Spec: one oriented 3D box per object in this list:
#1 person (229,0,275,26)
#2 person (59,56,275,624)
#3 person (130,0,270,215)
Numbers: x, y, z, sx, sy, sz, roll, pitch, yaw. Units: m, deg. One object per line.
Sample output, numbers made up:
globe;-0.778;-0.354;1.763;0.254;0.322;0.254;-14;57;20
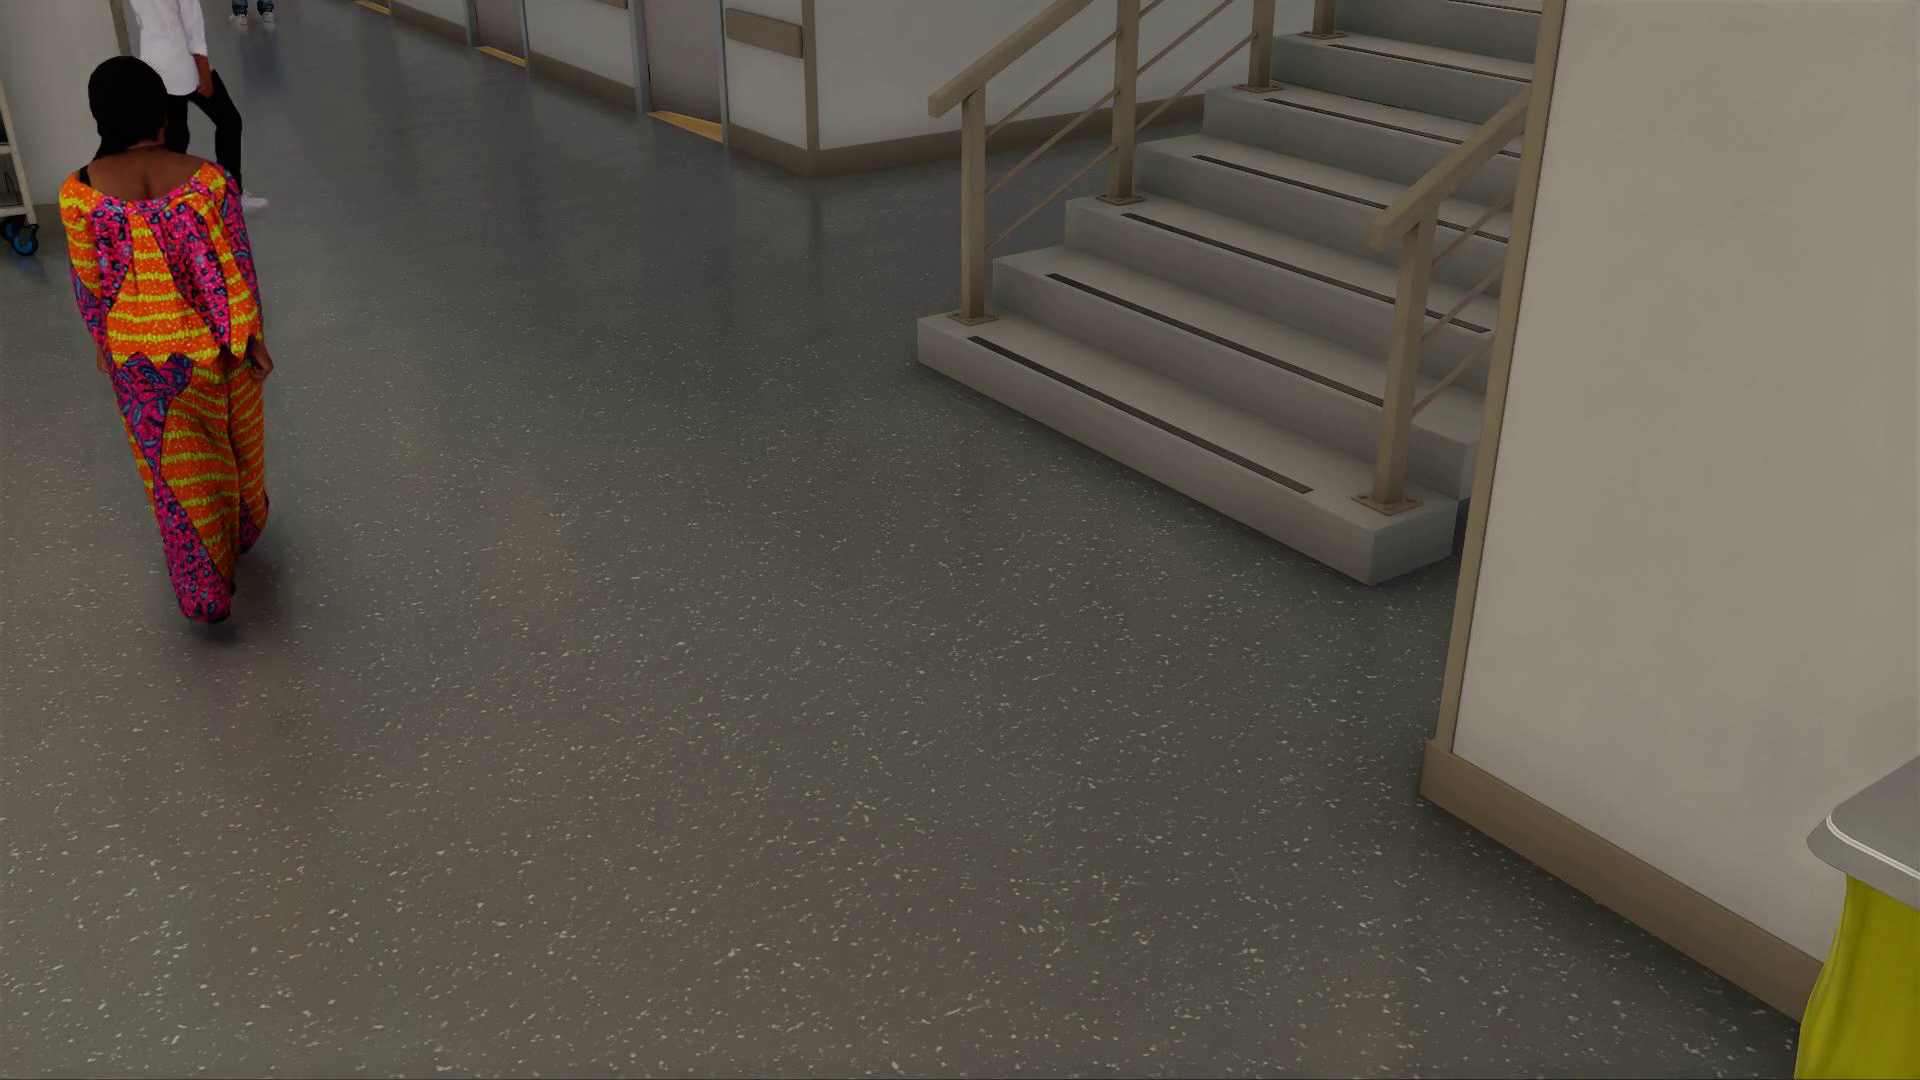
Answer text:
person;-6.777;-5.781;15.542;0.506;1.816;0.693;-18;31;-32
person;-2.316;-0.574;4.910;1.134;1.672;0.858;-11;28;-21
person;-4.211;-2.521;8.810;0.847;1.791;0.919;9;27;17
